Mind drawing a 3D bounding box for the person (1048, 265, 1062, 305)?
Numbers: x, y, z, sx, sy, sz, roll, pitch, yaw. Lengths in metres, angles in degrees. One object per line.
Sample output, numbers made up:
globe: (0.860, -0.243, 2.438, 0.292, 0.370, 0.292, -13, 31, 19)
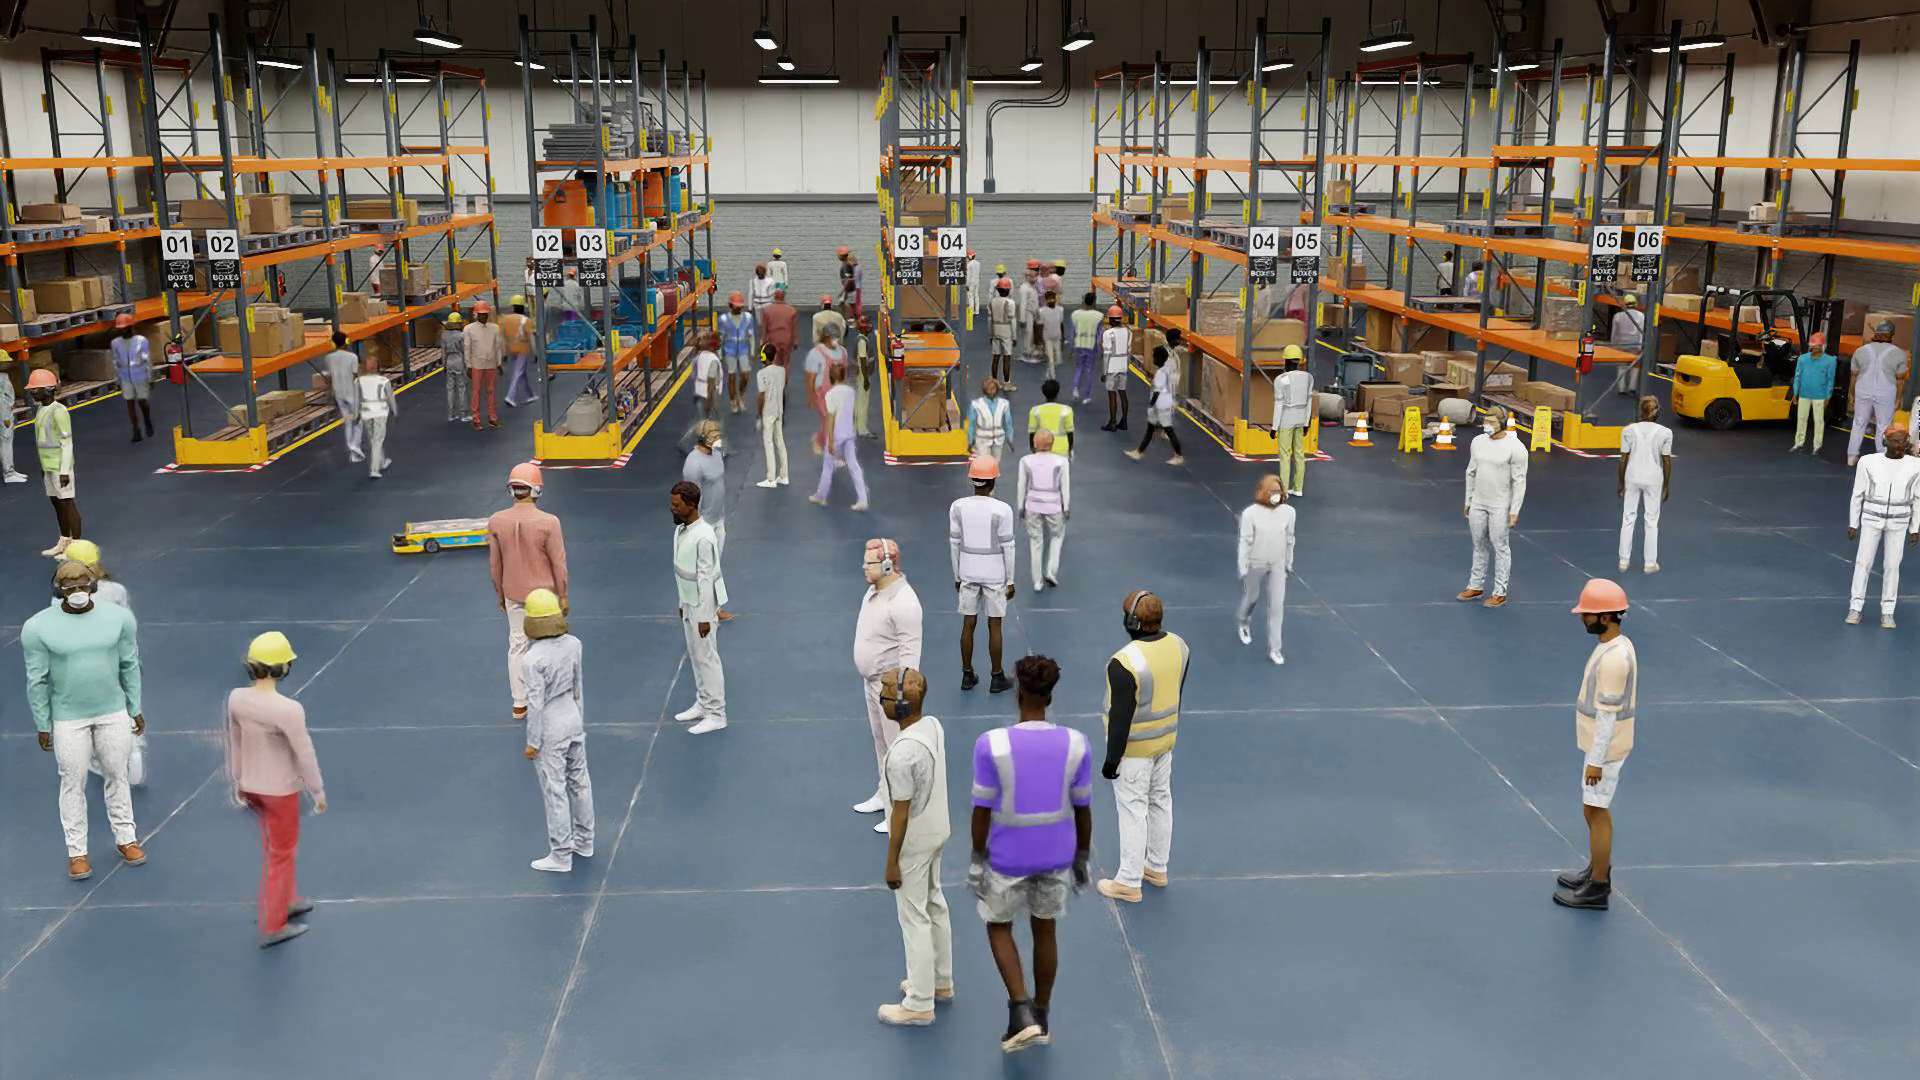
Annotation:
person: (2.148, -5.668, 39.189, 0.511, 1.619, 0.521, 2, 13, 10)

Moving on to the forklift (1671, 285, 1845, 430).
forklift: (12.503, -2.886, 26.166, 2.313, 2.155, 1.214, -1, 13, -3)

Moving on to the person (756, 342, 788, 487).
person: (-2.439, -1.613, 21.474, 0.310, 1.868, 0.529, 9, 16, 34)

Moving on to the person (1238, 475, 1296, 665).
person: (2.622, 0.200, 14.355, 0.515, 1.604, 0.806, -2, 13, -8)

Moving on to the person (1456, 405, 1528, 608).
person: (5.074, -0.324, 15.863, 0.357, 1.936, 0.639, -9, 16, -33)

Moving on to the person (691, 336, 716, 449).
person: (-3.737, -2.144, 24.206, 0.314, 1.641, 0.515, 4, 14, 16)

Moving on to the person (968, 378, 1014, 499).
person: (0.380, -1.155, 20.120, 0.523, 1.590, 0.851, -4, 14, -17)

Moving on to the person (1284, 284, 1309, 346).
person: (7.311, -4.996, 36.059, 0.549, 1.741, 0.587, -1, 13, -6)

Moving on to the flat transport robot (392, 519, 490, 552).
flat transport robot: (-5.501, -0.071, 18.360, 1.431, 0.197, 0.652, -4, 14, -17)

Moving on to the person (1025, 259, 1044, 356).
person: (1.571, -4.886, 34.968, 0.394, 2.040, 0.608, -3, 14, -11)

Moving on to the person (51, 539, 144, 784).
person: (-5.900, 0.838, 11.404, 0.493, 1.717, 0.754, -12, 18, -42)

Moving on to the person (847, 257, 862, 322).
person: (-2.669, -6.331, 41.984, 0.493, 1.625, 0.280, -10, 17, -37)

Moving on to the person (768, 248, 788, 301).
person: (-4.694, -6.628, 42.927, 0.525, 1.772, 0.303, 3, 14, 11)

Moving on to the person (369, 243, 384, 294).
person: (-14.656, -6.506, 41.934, 0.389, 1.994, 0.616, 1, 13, 2)

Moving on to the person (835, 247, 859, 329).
person: (-2.756, -6.016, 39.857, 0.935, 1.977, 0.580, -8, 16, -32)

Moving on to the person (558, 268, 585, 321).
person: (-8.554, -5.137, 36.707, 0.580, 1.718, 0.562, 2, 13, 10)

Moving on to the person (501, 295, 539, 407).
person: (-7.502, -3.218, 28.245, 0.603, 1.886, 0.976, 6, 14, 23)

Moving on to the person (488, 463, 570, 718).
person: (-3.263, 0.397, 12.692, 0.609, 1.991, 0.384, 2, 14, 10)

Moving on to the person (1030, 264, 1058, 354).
person: (1.767, -4.922, 35.476, 0.719, 1.886, 0.563, 5, 14, 20)

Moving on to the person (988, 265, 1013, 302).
person: (0.916, -5.356, 37.656, 0.552, 1.714, 0.936, 3, 14, 13)

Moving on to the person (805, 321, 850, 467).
person: (-1.847, -2.052, 22.962, 0.811, 2.000, 0.688, 12, 18, 41)

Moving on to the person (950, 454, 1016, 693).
person: (0.191, 0.272, 13.336, 0.545, 1.939, 0.354, 5, 14, 20)

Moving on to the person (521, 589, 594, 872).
person: (-2.466, 1.146, 10.061, 0.322, 1.738, 0.488, 6, 15, 25)

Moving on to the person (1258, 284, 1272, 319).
person: (6.992, -5.589, 38.297, 0.359, 1.880, 0.575, -3, 14, -12)

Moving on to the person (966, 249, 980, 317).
person: (0.300, -6.649, 43.077, 0.349, 1.743, 0.563, 8, 16, 31)

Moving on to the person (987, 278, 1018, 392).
person: (0.778, -3.674, 29.825, 0.611, 2.043, 0.374, 10, 17, 37)

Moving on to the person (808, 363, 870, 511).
person: (-1.436, -1.247, 20.091, 0.984, 1.796, 0.532, 12, 18, 41)

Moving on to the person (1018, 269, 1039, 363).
person: (1.407, -4.561, 33.920, 0.419, 1.907, 0.652, 4, 14, 15)

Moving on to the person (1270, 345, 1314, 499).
person: (4.114, -1.470, 20.737, 0.594, 1.926, 0.366, -8, 15, -29)

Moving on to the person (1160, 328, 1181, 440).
person: (3.142, -2.334, 24.917, 0.320, 1.686, 0.541, 2, 13, 9)

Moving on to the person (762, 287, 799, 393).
person: (-3.181, -3.529, 29.527, 0.673, 1.891, 0.507, -3, 14, -13)

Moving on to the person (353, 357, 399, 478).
person: (-7.796, -1.650, 22.224, 0.536, 1.587, 0.901, 1, 13, 6)

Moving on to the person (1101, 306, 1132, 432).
person: (2.391, -2.644, 25.686, 0.546, 1.938, 0.375, -9, 16, -35)

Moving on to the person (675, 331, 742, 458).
person: (-3.552, -2.027, 23.351, 0.891, 1.812, 0.565, -8, 15, -29)
